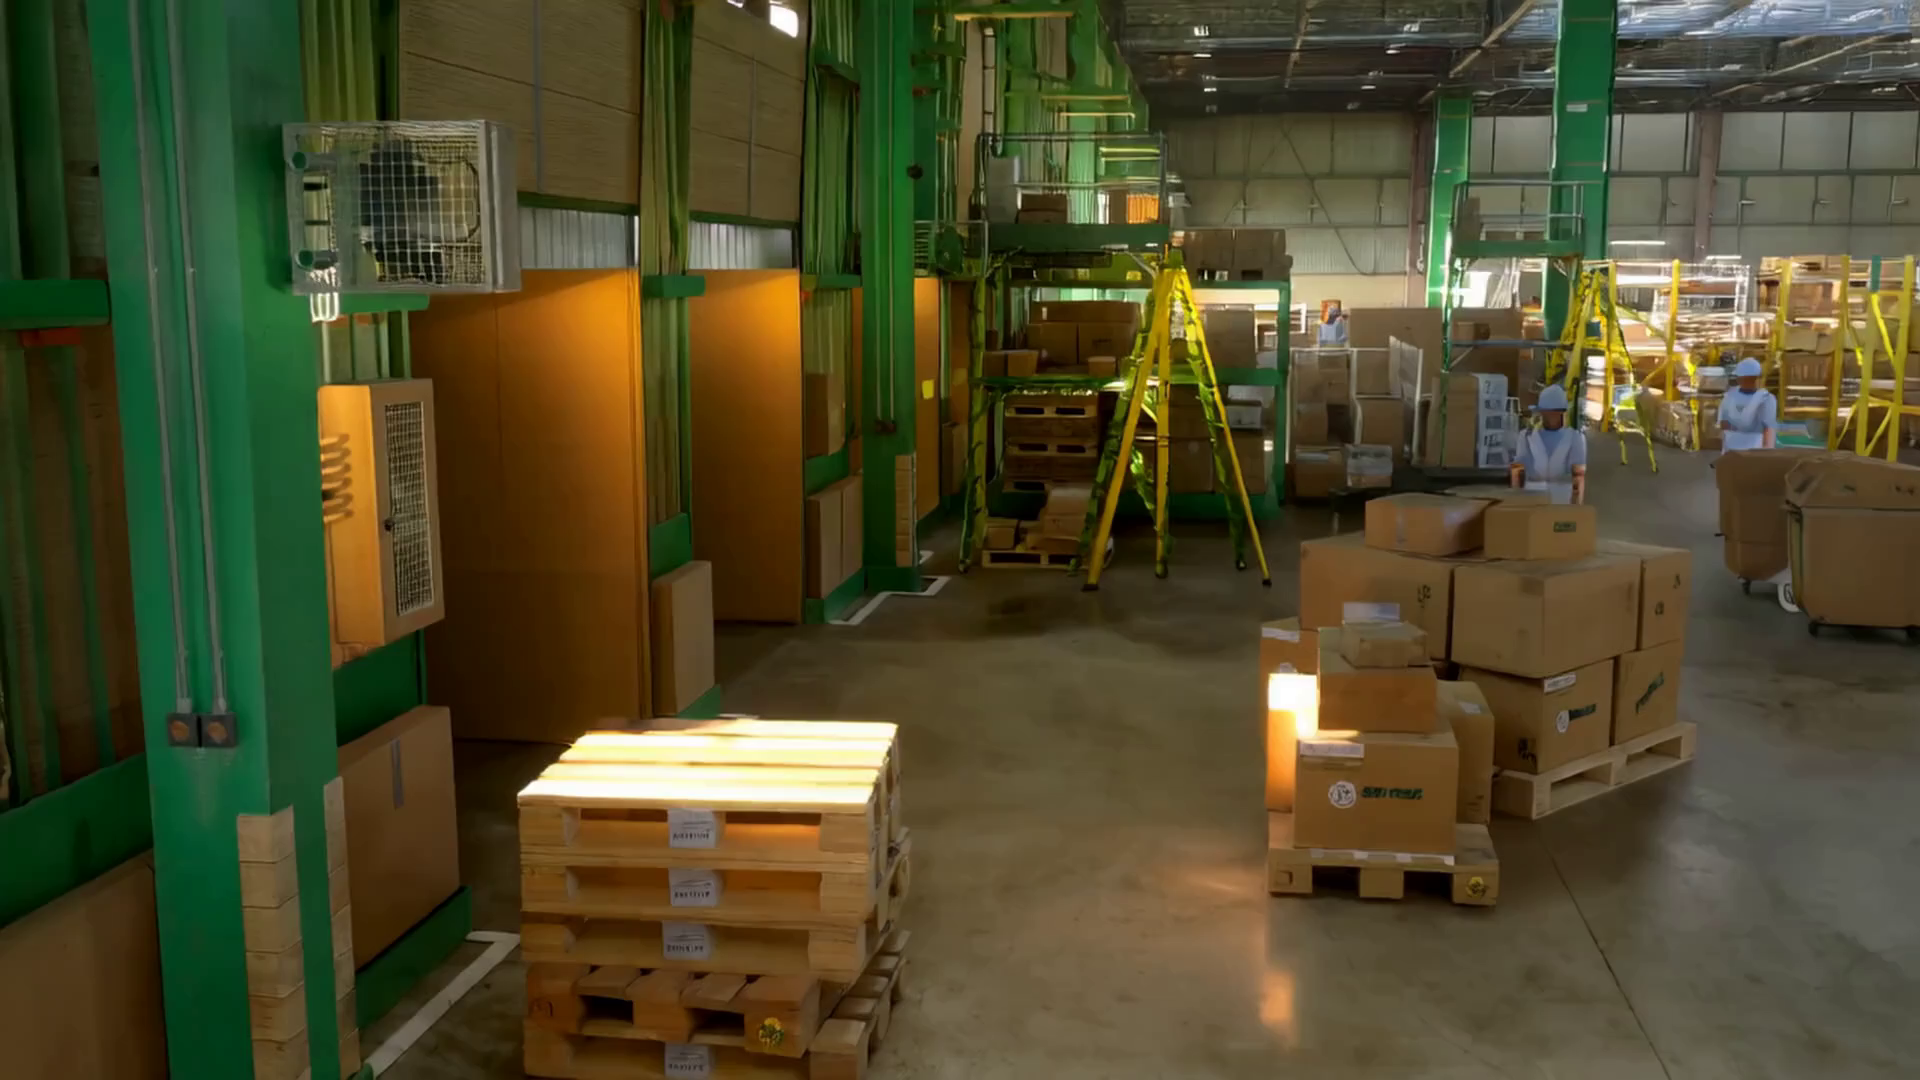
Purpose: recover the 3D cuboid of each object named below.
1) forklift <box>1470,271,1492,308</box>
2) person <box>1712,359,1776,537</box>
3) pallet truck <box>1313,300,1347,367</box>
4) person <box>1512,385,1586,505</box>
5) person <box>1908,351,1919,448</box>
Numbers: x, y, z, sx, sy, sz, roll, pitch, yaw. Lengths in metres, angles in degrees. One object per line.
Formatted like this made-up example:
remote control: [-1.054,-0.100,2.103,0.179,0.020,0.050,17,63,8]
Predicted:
forklift: [12.957,-5.334,41.665,1.873,2.768,1.129,1,9,9]
person: [8.277,-0.949,17.551,0.384,1.925,0.593,-5,10,-28]
pallet truck: [11.159,-6.200,49.718,0.823,1.965,1.885,4,10,26]
person: [4.726,-0.280,13.392,0.553,1.935,0.363,4,10,22]
person: [15.500,-2.340,26.731,0.335,1.734,0.501,5,10,28]
